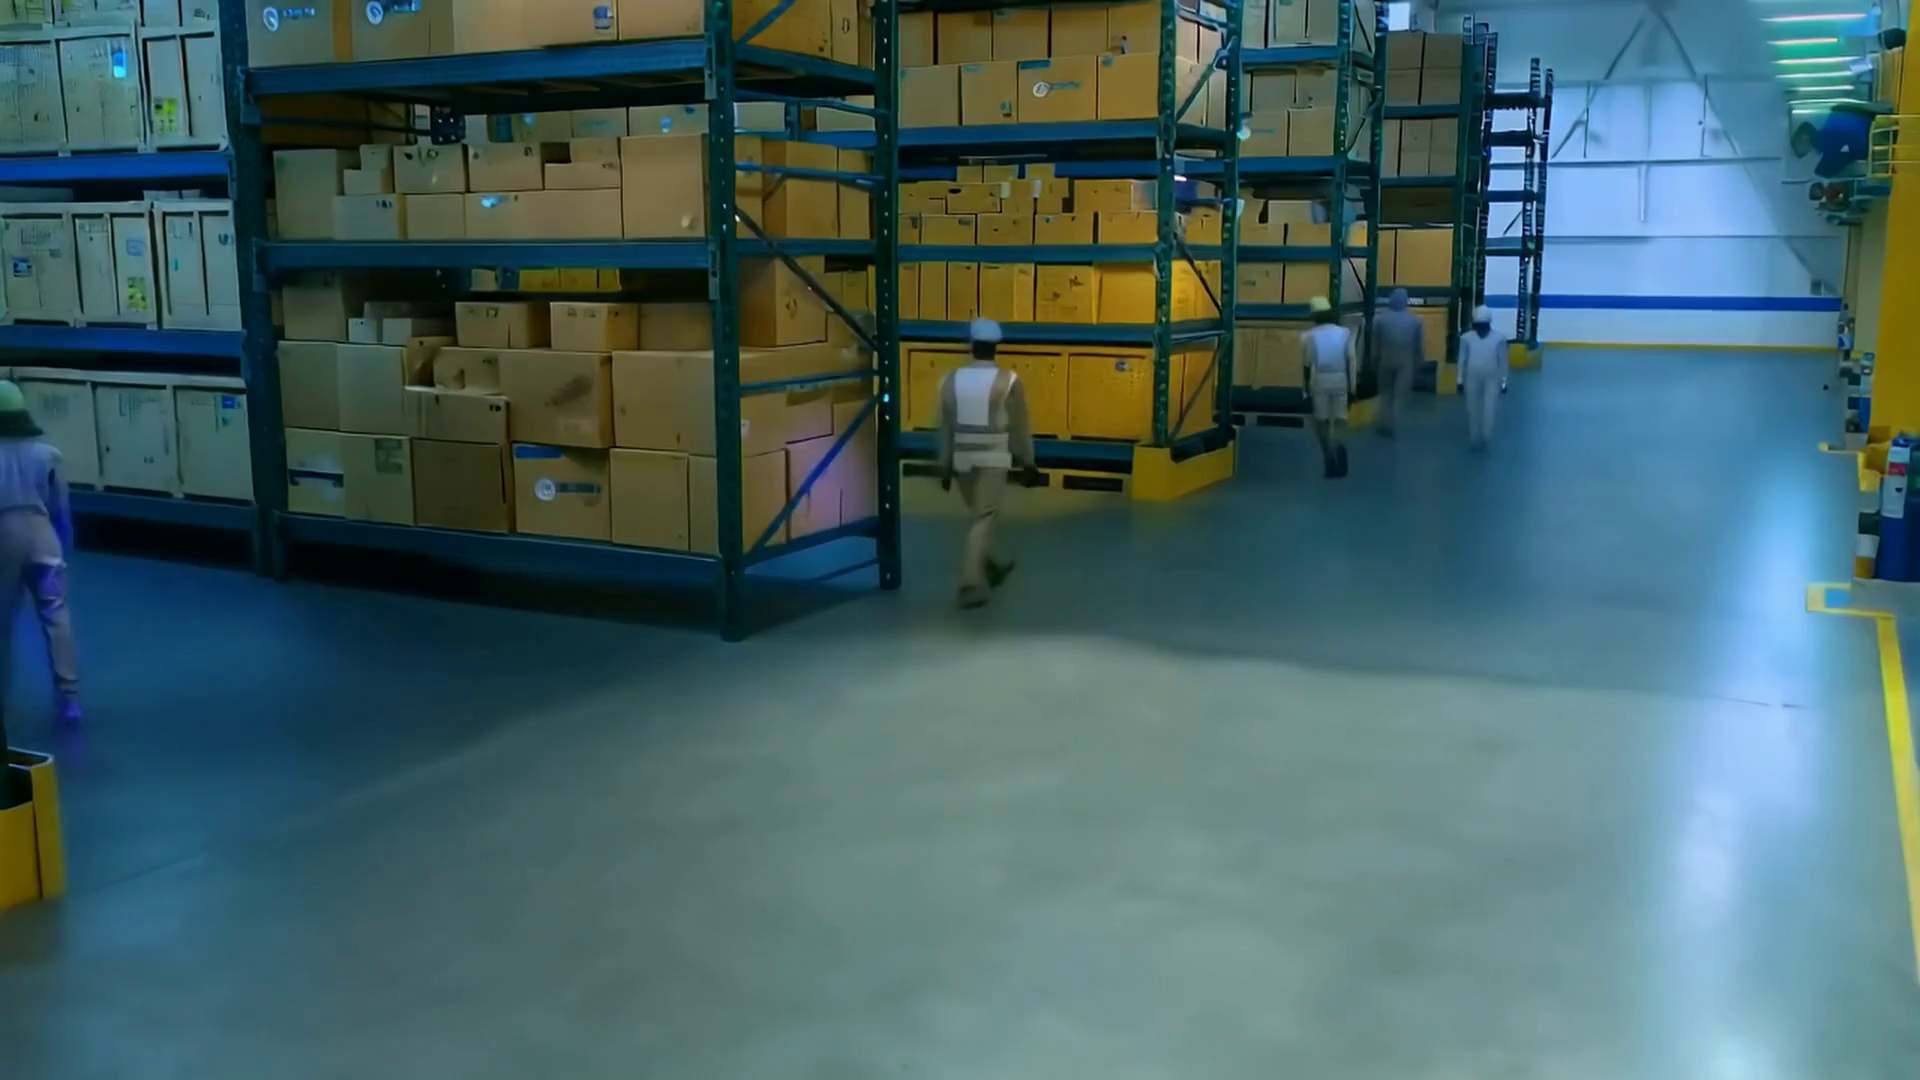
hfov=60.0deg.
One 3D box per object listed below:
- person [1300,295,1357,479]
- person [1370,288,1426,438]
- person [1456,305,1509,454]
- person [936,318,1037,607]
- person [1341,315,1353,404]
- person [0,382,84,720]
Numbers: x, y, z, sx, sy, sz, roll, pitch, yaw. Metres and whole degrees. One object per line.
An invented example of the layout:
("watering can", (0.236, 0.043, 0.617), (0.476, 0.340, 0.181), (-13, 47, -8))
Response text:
("person", (3.800, -1.576, 17.196), (0.596, 1.900, 0.387), (1, 10, 8))
("person", (5.546, -2.234, 21.036), (0.665, 1.888, 0.566), (4, 11, 24))
("person", (6.052, -1.852, 19.305), (0.580, 1.719, 0.726), (4, 11, 21))
("person", (0.194, -0.538, 11.214), (0.611, 1.892, 1.010), (6, 11, 31))
("person", (5.712, -2.950, 25.474), (0.588, 1.796, 0.892), (-5, 11, -26))
("person", (-4.733, 0.050, 8.392), (0.929, 1.690, 0.509), (9, 13, 42))
